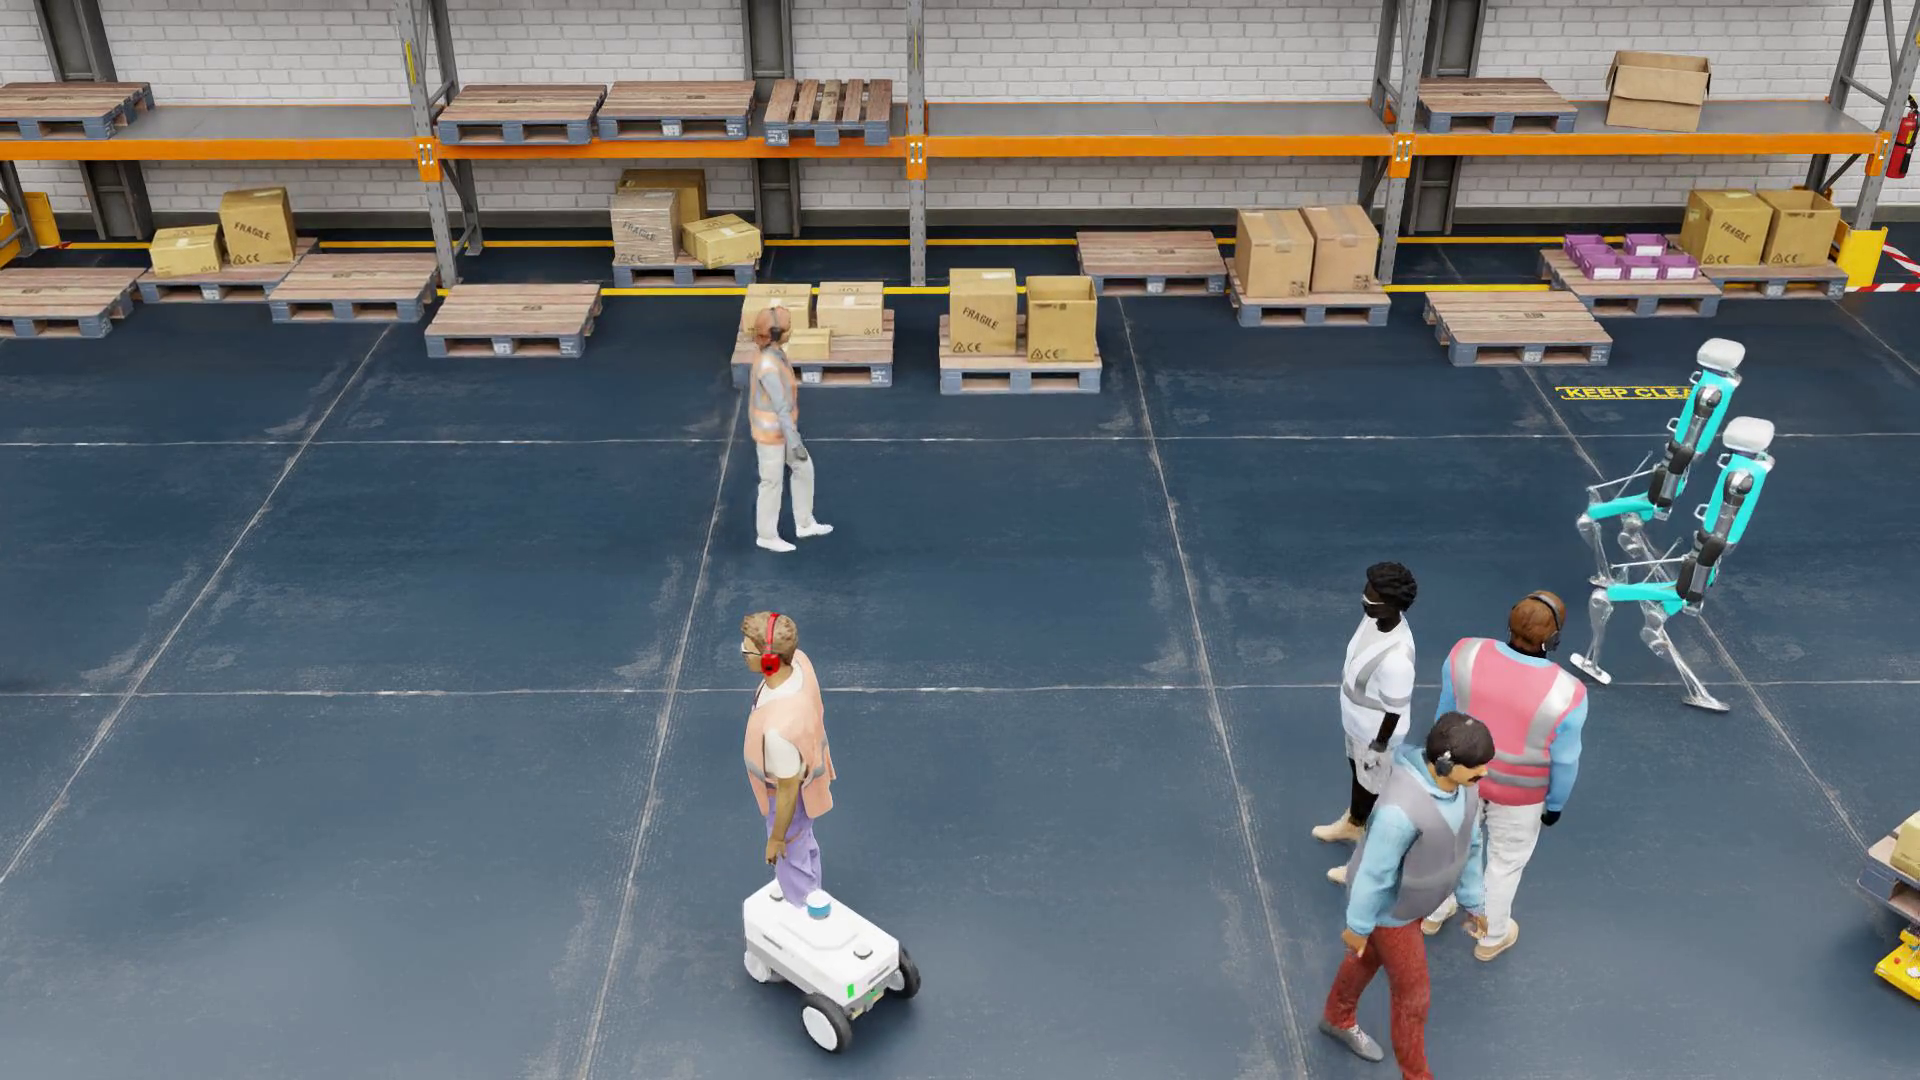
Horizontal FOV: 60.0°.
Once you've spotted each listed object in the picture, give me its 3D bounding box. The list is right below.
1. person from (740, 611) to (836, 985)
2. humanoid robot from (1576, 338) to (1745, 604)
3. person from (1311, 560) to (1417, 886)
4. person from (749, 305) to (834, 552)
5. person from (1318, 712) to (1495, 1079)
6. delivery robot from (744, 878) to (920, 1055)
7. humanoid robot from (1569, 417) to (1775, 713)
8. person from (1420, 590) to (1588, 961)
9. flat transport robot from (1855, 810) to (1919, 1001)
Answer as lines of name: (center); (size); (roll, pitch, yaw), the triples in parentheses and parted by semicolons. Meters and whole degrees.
person: (-0.723, 1.094, 7.058); (0.391, 1.846, 0.563); (0, 31, -1)
humanoid robot: (3.962, -0.373, 9.629); (0.832, 1.778, 0.530); (18, 35, 27)
person: (1.885, 0.834, 7.634); (0.318, 1.697, 0.534); (0, 31, -1)
person: (-1.055, -0.649, 10.177); (0.519, 1.623, 0.543); (0, 31, 1)
person: (1.828, 1.462, 6.448); (0.894, 1.836, 0.527); (25, 39, 35)
delivery robot: (-0.592, 1.771, 7.178); (0.789, 0.587, 0.499); (25, 39, 35)
humanoid robot: (3.734, 0.112, 8.853); (1.021, 1.776, 0.534); (18, 35, 27)
person: (2.340, 1.016, 7.206); (0.629, 1.837, 0.432); (22, 38, 32)
flat transport robot: (4.812, 1.780, 7.448); (1.431, 0.231, 0.659); (-20, 36, -30)
